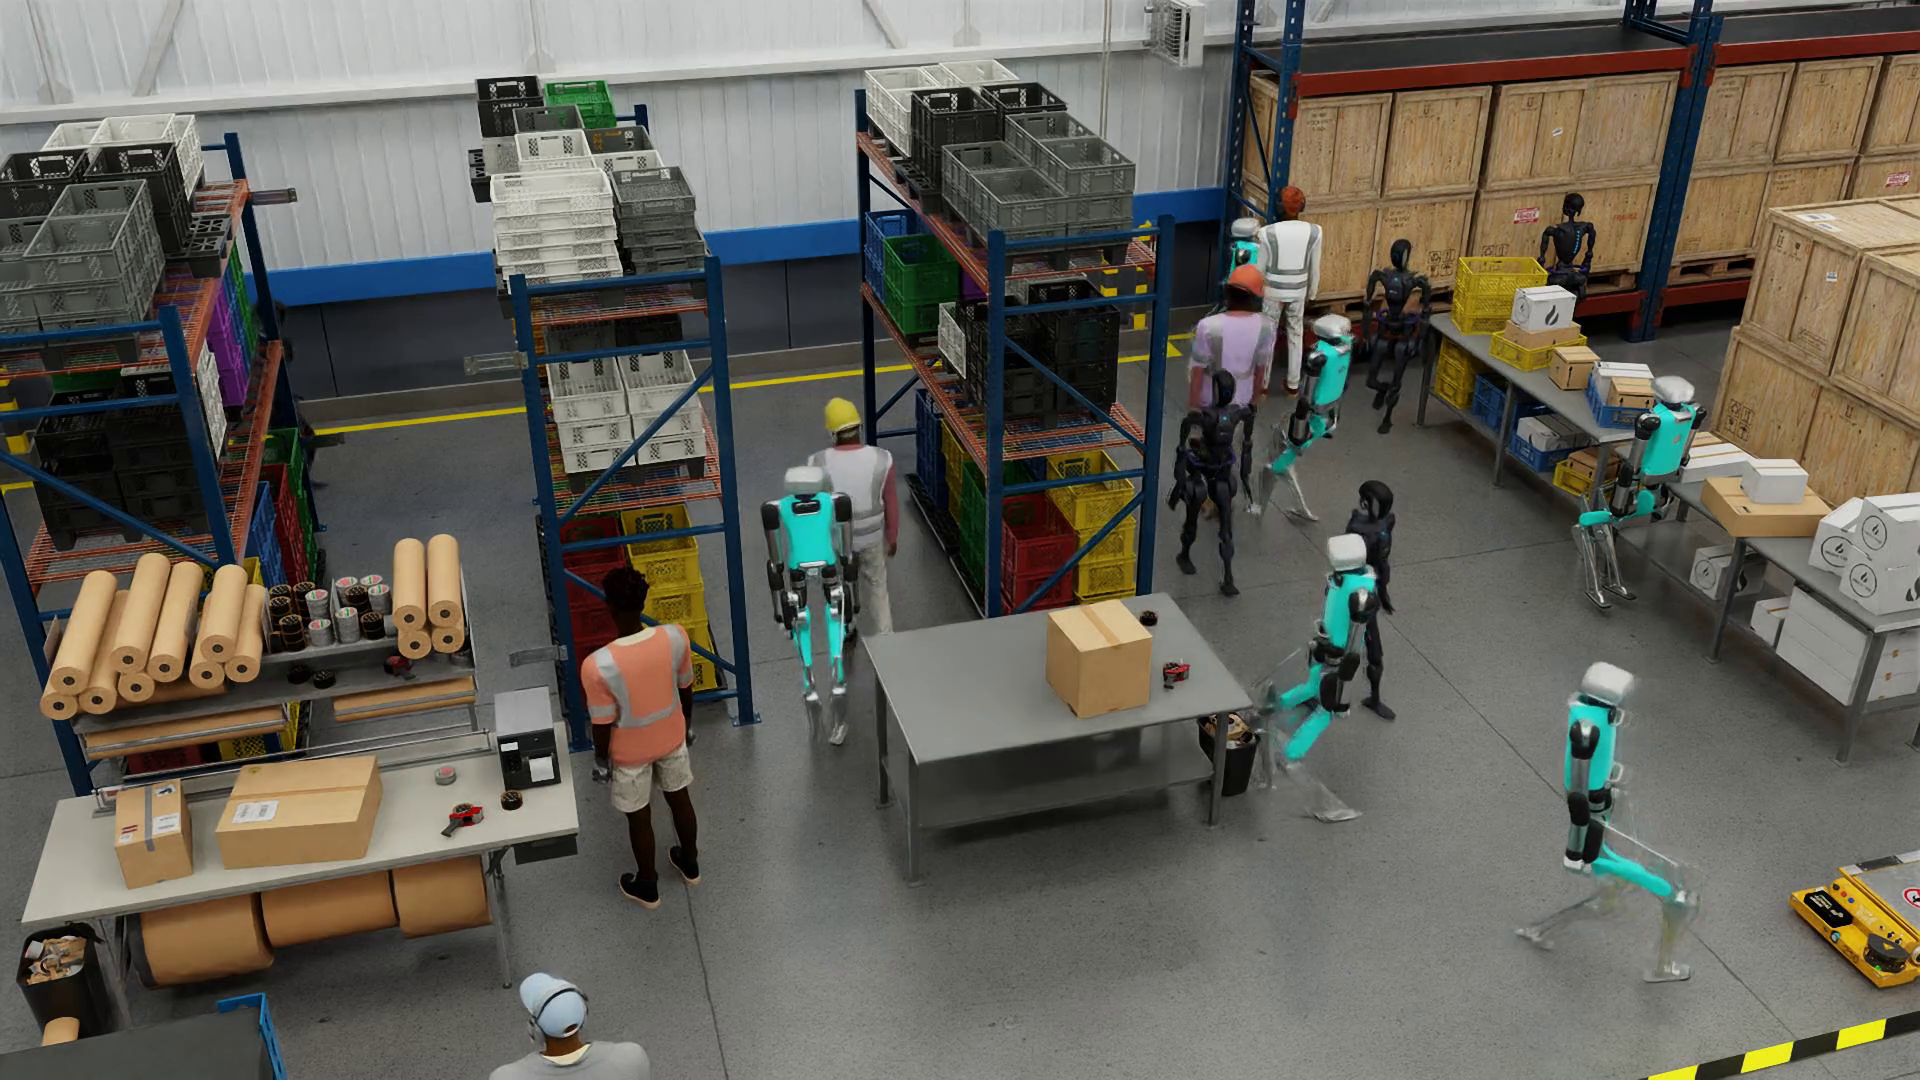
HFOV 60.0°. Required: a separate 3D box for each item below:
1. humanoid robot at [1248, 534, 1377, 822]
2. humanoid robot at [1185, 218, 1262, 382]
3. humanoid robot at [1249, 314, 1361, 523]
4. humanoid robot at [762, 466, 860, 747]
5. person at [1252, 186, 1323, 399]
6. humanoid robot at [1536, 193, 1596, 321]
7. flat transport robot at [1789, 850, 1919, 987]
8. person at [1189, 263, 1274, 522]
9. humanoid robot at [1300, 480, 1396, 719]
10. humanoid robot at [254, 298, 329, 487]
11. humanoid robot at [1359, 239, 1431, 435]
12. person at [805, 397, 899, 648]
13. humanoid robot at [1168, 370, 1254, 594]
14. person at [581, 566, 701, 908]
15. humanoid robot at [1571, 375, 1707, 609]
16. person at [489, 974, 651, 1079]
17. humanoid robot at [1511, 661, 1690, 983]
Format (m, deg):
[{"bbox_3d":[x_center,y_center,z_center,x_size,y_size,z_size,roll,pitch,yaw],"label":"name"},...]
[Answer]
[{"bbox_3d":[1.892,0.787,9.243,0.823,1.804,0.566,0,29,-1],"label":"humanoid robot"},{"bbox_3d":[2.143,-1.834,14.007,0.666,1.821,0.536,9,30,15],"label":"humanoid robot"},{"bbox_3d":[2.446,-0.833,12.260,0.562,1.884,0.837,-25,37,-38],"label":"humanoid robot"},{"bbox_3d":[-0.832,0.537,9.730,0.543,1.835,0.817,-4,29,-8],"label":"humanoid robot"},{"bbox_3d":[2.806,-2.123,14.358,0.574,1.875,0.339,-1,29,-2],"label":"person"},{"bbox_3d":[5.346,-2.271,14.816,0.599,1.657,0.315,-7,29,-12],"label":"humanoid robot"},{"bbox_3d":[5.163,1.916,8.676,1.431,0.231,0.659,-8,30,-14],"label":"flat transport robot"},{"bbox_3d":[1.984,-1.039,12.249,0.616,2.008,0.560,-7,30,-13],"label":"person"},{"bbox_3d":[2.411,0.369,10.057,0.535,1.624,0.611,25,38,38],"label":"humanoid robot"},{"bbox_3d":[-5.122,-1.051,12.613,0.446,1.640,0.616,-8,30,-15],"label":"humanoid robot"},{"bbox_3d":[3.639,-1.714,13.822,0.596,1.648,0.450,15,32,25],"label":"humanoid robot"},{"bbox_3d":[-0.703,-0.042,10.667,0.625,1.786,0.528,-6,29,-10],"label":"person"},{"bbox_3d":[1.748,-0.410,11.472,0.601,1.625,0.730,-6,29,-11],"label":"humanoid robot"},{"bbox_3d":[-1.625,1.023,8.538,0.606,1.965,0.371,-22,36,-34],"label":"person"},{"bbox_3d":[4.470,-0.375,11.186,0.533,1.671,0.735,-12,31,-21],"label":"humanoid robot"},{"bbox_3d":[-1.407,2.352,6.237,0.596,1.852,0.359,-8,30,-15],"label":"person"},{"bbox_3d":[3.283,1.459,8.068,1.066,1.784,0.531,15,32,25],"label":"humanoid robot"}]
